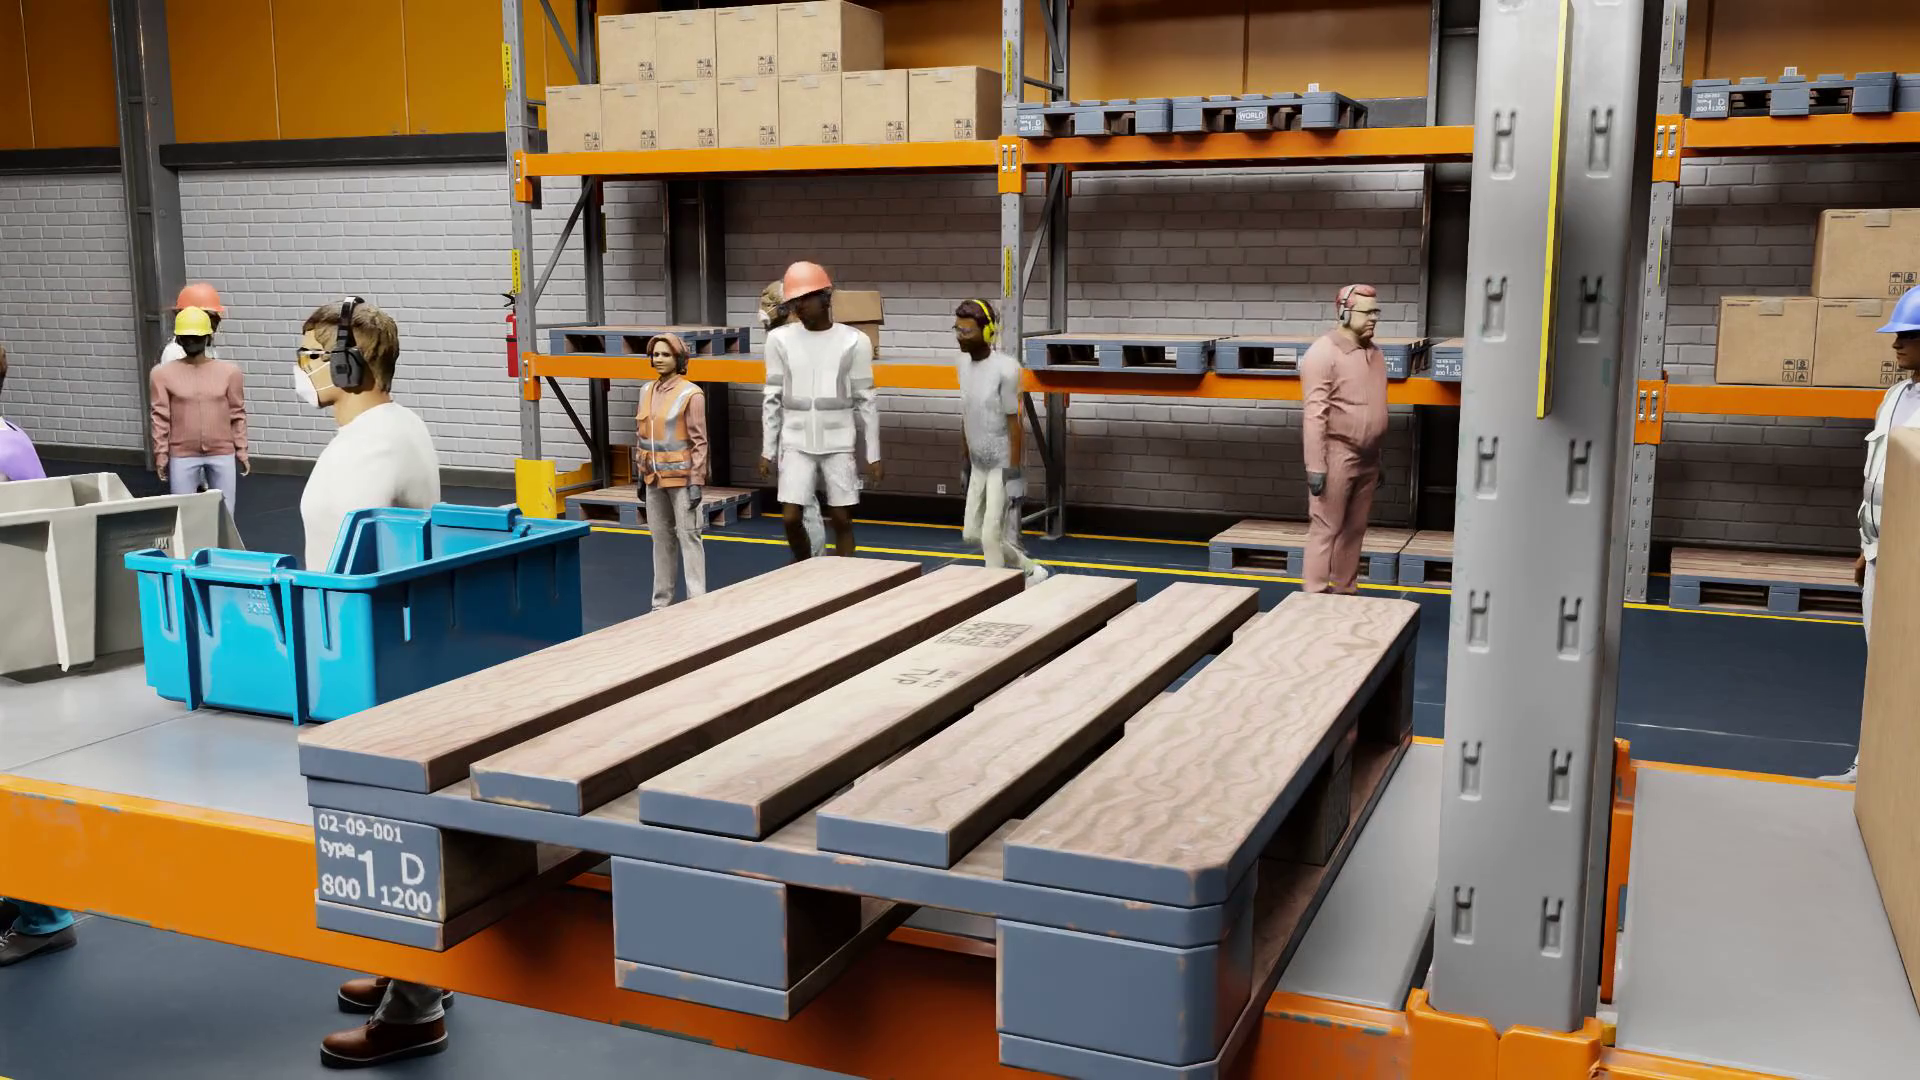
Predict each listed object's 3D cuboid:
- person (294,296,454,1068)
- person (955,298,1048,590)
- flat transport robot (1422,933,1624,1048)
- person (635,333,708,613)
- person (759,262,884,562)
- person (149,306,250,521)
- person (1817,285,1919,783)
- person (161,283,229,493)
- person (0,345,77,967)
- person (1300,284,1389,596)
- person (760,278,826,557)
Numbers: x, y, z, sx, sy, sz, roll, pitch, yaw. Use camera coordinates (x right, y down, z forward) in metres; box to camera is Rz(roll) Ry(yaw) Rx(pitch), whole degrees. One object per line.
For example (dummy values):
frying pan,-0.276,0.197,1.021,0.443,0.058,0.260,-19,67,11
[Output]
person,-1.482,0.358,4.232,0.372,1.940,0.627,-2,10,-10
person,0.219,-0.389,9.009,0.662,1.840,0.535,-7,12,-37
flat transport robot,1.417,1.183,4.277,1.431,0.197,0.652,1,10,6
person,-1.583,-0.311,9.122,0.521,1.644,0.307,7,12,38
person,-0.777,-0.519,9.253,0.727,2.018,0.467,1,10,5
person,-4.507,-0.501,9.898,0.531,1.765,0.327,-6,11,-31
person,3.455,0.055,6.024,0.388,1.948,0.605,0,9,-2
person,-4.868,-0.669,10.512,0.913,1.908,0.554,0,9,-1
person,-2.784,0.305,4.838,0.390,1.843,0.565,-6,11,-32
person,2.119,-0.431,9.061,0.651,1.904,0.403,-9,13,-42
person,-0.990,-0.594,9.970,0.371,1.933,0.646,-1,10,-7
